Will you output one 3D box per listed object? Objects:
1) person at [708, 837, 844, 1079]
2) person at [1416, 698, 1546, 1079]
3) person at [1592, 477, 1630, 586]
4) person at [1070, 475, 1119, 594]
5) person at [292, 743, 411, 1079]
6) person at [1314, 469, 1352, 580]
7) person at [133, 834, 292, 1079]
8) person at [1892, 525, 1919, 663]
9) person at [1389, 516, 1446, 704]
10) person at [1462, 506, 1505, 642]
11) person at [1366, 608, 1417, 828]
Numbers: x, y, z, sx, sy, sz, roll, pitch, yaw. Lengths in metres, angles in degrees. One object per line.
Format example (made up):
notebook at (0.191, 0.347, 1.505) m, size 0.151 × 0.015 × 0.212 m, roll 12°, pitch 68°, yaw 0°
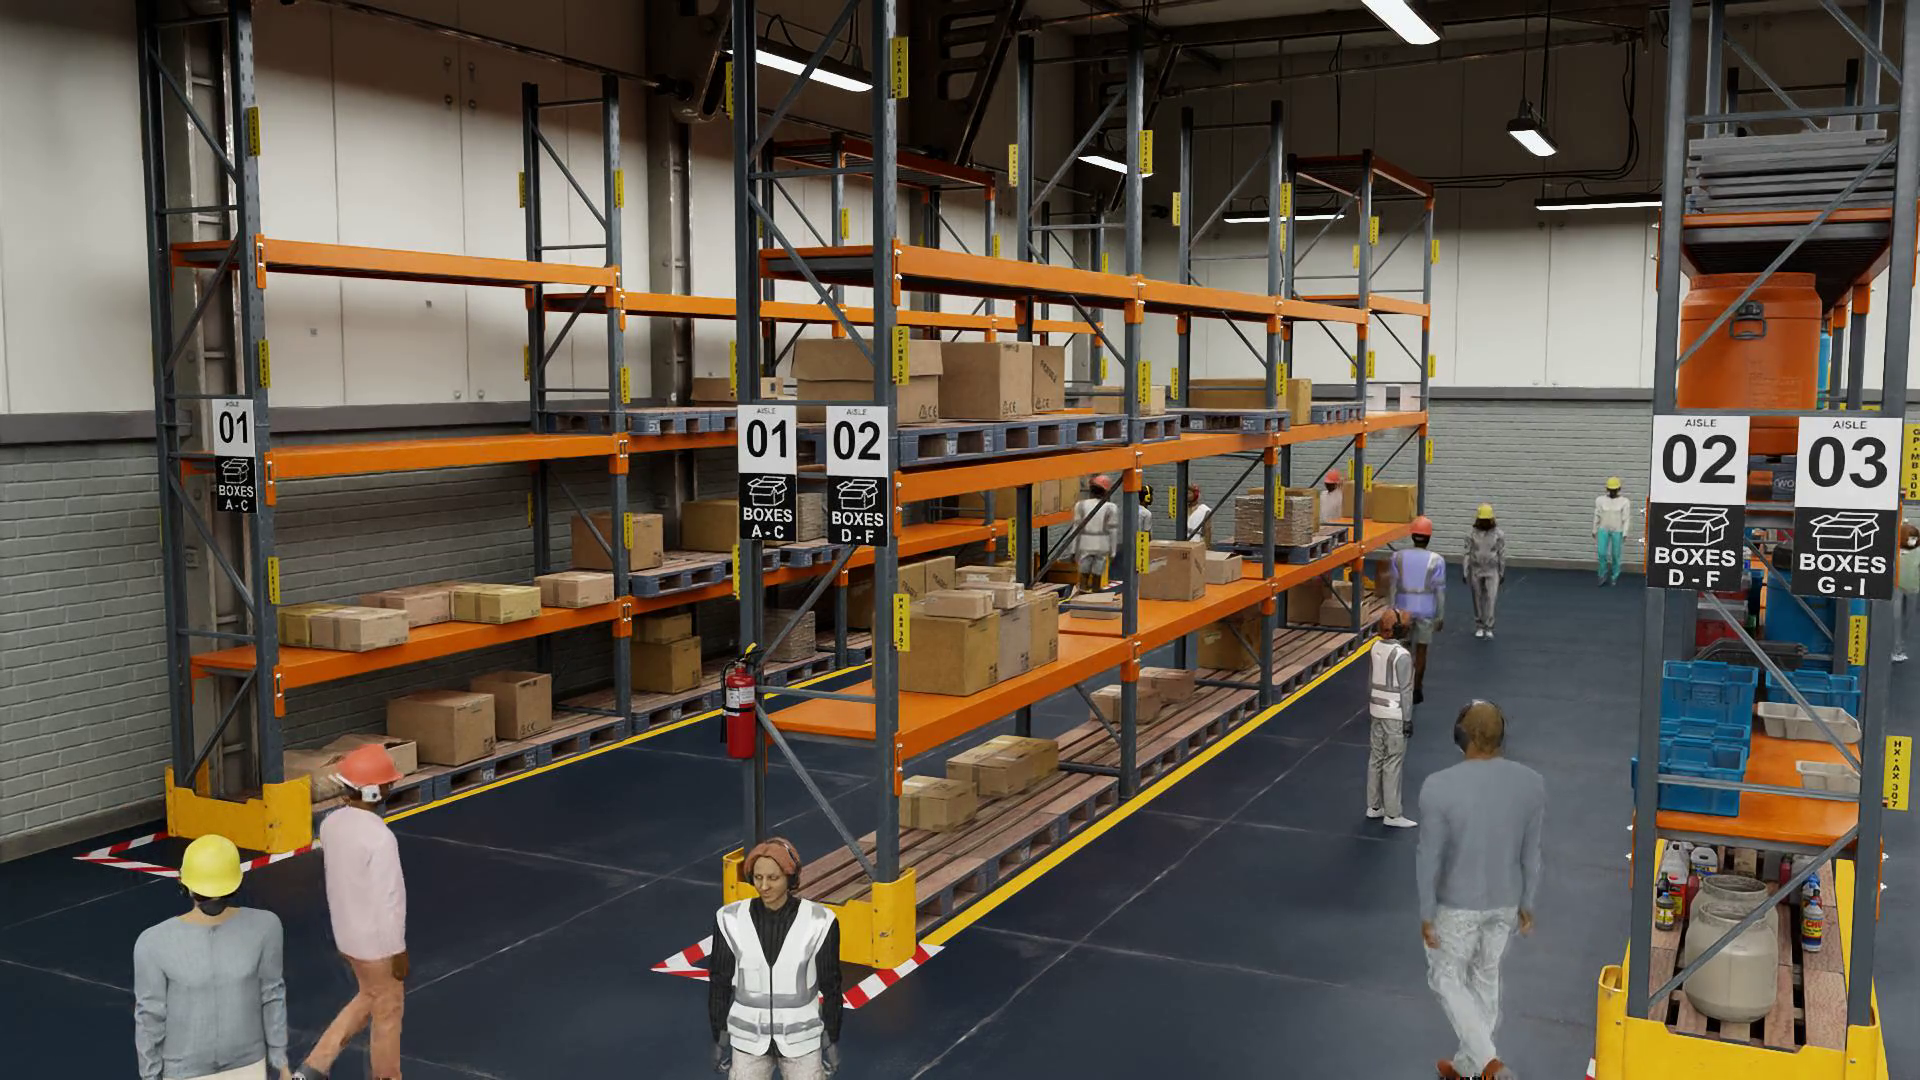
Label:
person at (-0.711, 1.952, 6.436) m, size 0.523 × 1.638 × 0.310 m, roll 0°, pitch 6°, yaw 3°
person at (2.408, 1.688, 7.664) m, size 0.632 × 1.922 × 0.671 m, roll -1°, pitch 6°, yaw -13°
person at (10.224, -0.127, 26.158) m, size 0.556 × 1.738 × 0.725 m, roll 3°, pitch 7°, yaw 28°
person at (1.832, 0.124, 22.462) m, size 0.654 × 2.004 × 0.411 m, roll 1°, pitch 6°, yaw 14°
person at (-2.709, 1.786, 7.564) m, size 0.506 × 1.738 × 0.568 m, roll -6°, pitch 8°, yaw -43°
person at (5.735, -0.121, 25.321) m, size 1.082 × 1.939 × 0.644 m, roll -1°, pitch 6°, yaw -13°
person at (-2.713, 1.931, 6.071) m, size 0.523 × 1.760 × 0.325 m, roll -4°, pitch 7°, yaw -37°
person at (11.039, 0.636, 19.380) m, size 0.523 × 1.602 × 0.737 m, roll 1°, pitch 6°, yaw 13°
person at (4.686, 0.721, 17.036) m, size 0.577 × 1.924 × 0.399 m, roll 3°, pitch 7°, yaw 29°
person at (6.598, 0.426, 20.972) m, size 0.510 × 1.690 × 0.900 m, roll 2°, pitch 6°, yaw 18°
person at (3.240, 1.328, 12.501) m, size 0.307 × 1.639 × 0.525 m, roll -2°, pitch 6°, yaw -15°
